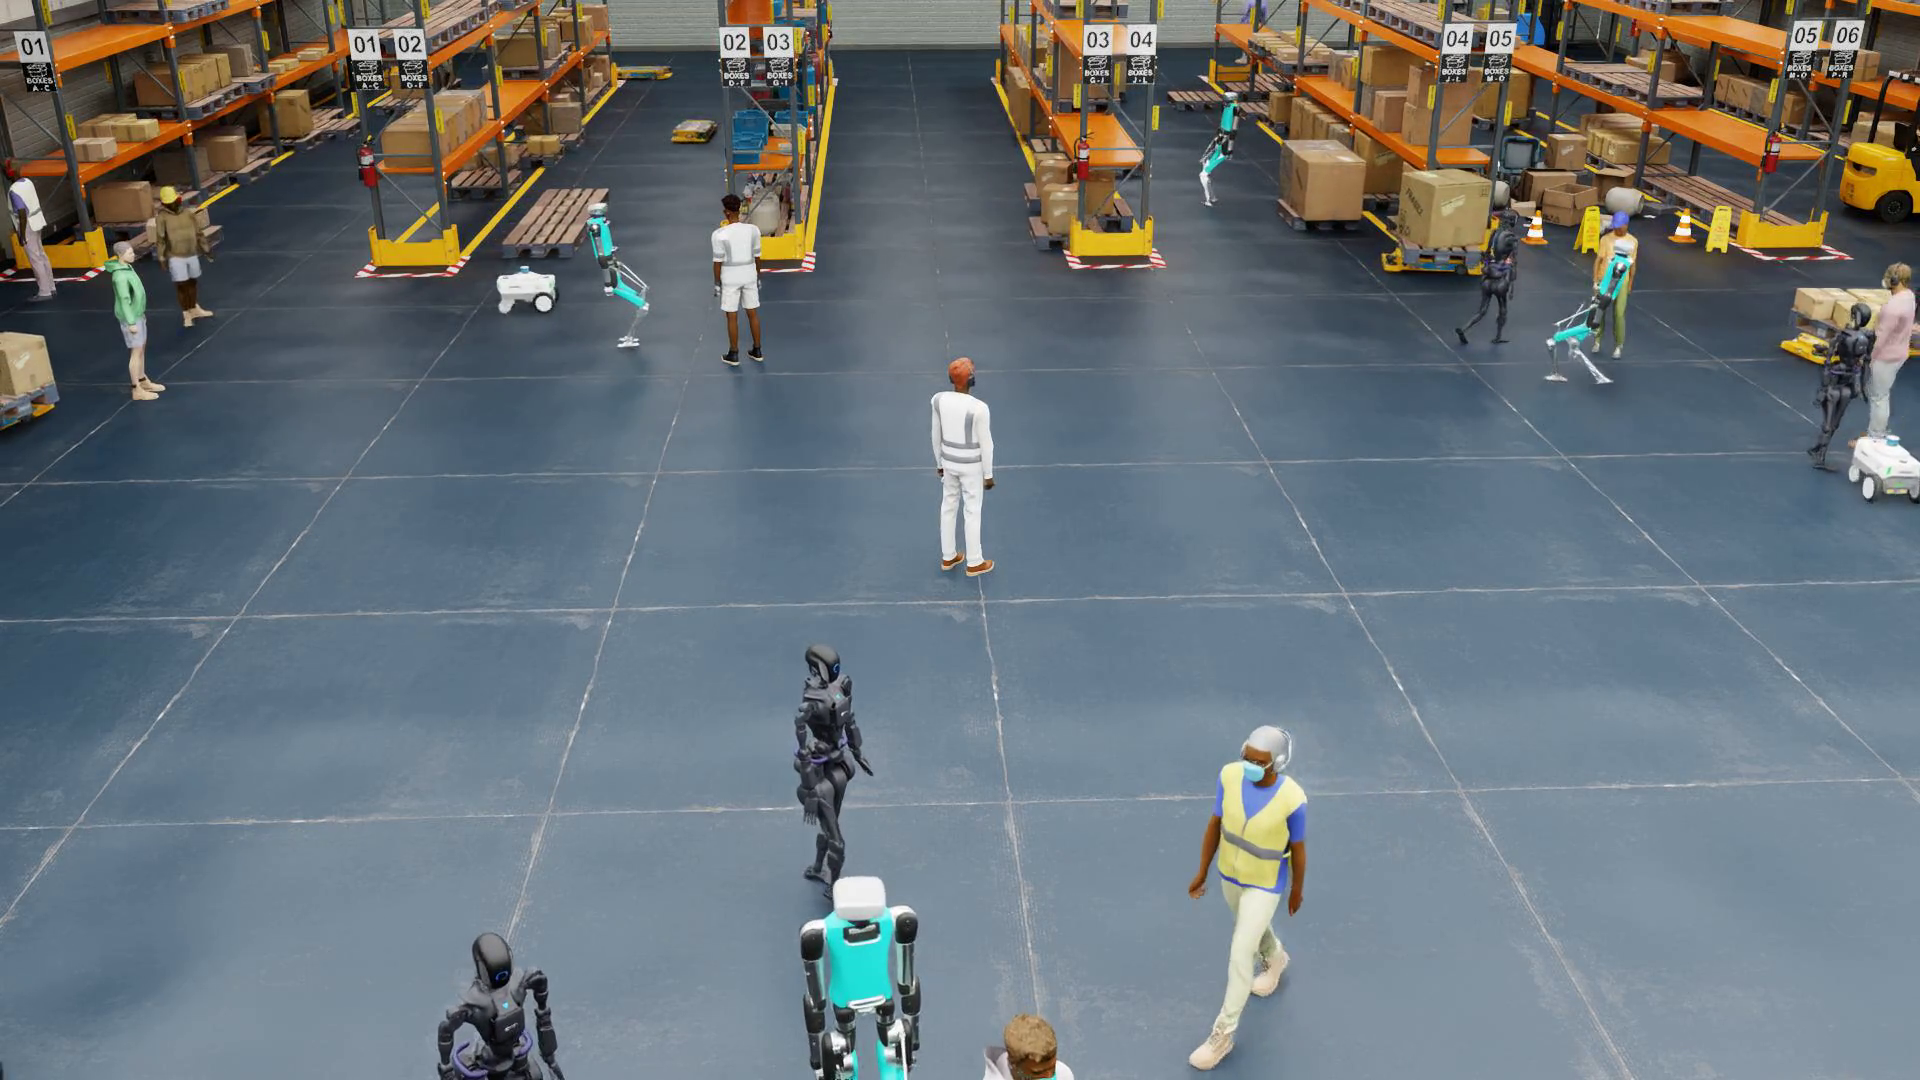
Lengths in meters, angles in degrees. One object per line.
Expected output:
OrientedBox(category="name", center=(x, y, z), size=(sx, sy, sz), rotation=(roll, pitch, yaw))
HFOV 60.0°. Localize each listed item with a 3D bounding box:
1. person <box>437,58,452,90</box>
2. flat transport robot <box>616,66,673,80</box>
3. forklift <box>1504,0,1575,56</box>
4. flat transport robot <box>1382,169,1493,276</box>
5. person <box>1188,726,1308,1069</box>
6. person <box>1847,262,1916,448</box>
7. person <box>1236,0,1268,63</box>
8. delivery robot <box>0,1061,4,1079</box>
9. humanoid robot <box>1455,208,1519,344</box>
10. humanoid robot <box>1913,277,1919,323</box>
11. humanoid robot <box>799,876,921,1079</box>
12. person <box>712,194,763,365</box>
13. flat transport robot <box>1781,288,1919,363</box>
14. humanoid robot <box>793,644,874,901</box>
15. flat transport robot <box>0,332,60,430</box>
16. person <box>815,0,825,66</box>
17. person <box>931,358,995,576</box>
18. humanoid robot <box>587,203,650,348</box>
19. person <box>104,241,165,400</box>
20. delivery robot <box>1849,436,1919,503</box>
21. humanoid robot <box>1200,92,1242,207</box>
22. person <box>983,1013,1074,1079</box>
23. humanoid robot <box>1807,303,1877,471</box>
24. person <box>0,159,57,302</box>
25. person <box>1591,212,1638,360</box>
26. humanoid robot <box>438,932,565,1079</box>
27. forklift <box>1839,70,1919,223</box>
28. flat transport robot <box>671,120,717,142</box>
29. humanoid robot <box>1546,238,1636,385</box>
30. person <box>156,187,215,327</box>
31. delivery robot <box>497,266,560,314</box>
OrientedBox(category="person", center=(-11.344, -10.463, 36.226), size=(0.552, 1.682, 0.375), rotation=(0, 24, -1))
OrientedBox(category="flat transport robot", center=(-7.526, -10.997, 39.184), size=(1.431, 0.231, 0.659), rotation=(-1, 24, -3))
OrientedBox(category="forklift", center=(14.700, -13.805, 42.301), size=(1.873, 2.768, 1.129), rotation=(-1, 24, -2))
OrientedBox(category="flat transport robot", center=(6.647, -3.895, 23.223), size=(1.431, 0.231, 0.659), rotation=(4, 24, 9))
OrientedBox(category="person", center=(1.526, 1.741, 8.631), size=(0.514, 1.849, 0.997), rotation=(20, 31, 38))
OrientedBox(category="person", center=(9.145, -1.807, 16.512), size=(0.468, 1.915, 0.620), rotation=(14, 28, 28))
OrientedBox(category="person", center=(7.267, -12.750, 41.295), size=(0.739, 1.769, 0.382), rotation=(3, 24, 6))
OrientedBox(category="delivery robot", center=(-5.251, 2.571, 8.364), size=(0.812, 0.611, 0.499), rotation=(-14, 28, -29))
OrientedBox(category="humanoid robot", center=(6.329, -3.120, 19.797), size=(0.699, 1.640, 0.611), rotation=(-8, 25, -17))
OrientedBox(category="humanoid robot", center=(11.663, -3.209, 19.955), size=(0.370, 1.657, 0.594), rotation=(12, 27, 25))
OrientedBox(category="humanoid robot", center=(-0.359, 2.412, 7.292), size=(0.531, 1.776, 0.995), rotation=(-6, 25, -14))
OrientedBox(category="person", center=(-2.555, -2.996, 19.134), size=(0.603, 1.958, 0.373), rotation=(-14, 28, -28))
OrientedBox(category="flat transport robot", center=(10.556, -2.303, 19.648), size=(1.431, 0.231, 0.659), rotation=(-5, 25, -12))
OrientedBox(category="humanoid robot", center=(-0.741, 1.349, 9.714), size=(0.496, 1.650, 0.600), rotation=(13, 27, 28))
OrientedBox(category="flat transport robot", center=(-10.199, -1.237, 17.253), size=(0.659, 0.231, 1.431), rotation=(6, 25, 12))
OrientedBox(category="person", center=(-3.436, -11.896, 39.288), size=(0.924, 1.822, 0.527), rotation=(7, 25, 15))
OrientedBox(category="person", center=(0.034, -0.607, 13.852), size=(0.573, 1.884, 0.356), rotation=(16, 28, 31))
OrientedBox(category="humanoid robot", center=(-3.949, -3.118, 19.578), size=(0.761, 1.700, 0.530), rotation=(-1, 24, -3))
OrientedBox(category="person", center=(-8.967, -2.381, 18.028), size=(0.315, 1.734, 0.478), rotation=(-6, 25, -12))
OrientedBox(category="delivery robot", center=(8.724, -0.676, 15.642), size=(0.499, 0.596, 0.775), rotation=(1, 24, 2))
OrientedBox(category="humanoid robot", center=(4.066, -6.275, 26.760), size=(0.866, 1.772, 0.598), rotation=(-7, 25, -15))
OrientedBox(category="person", center=(0.237, 2.628, 6.569), size=(0.501, 1.903, 0.374), rotation=(-19, 30, -37))
OrientedBox(category="humanoid robot", center=(8.585, -1.503, 16.163), size=(0.584, 1.638, 0.569), rotation=(-7, 25, -16))
OrientedBox(category="person", center=(-12.061, -4.019, 21.567), size=(0.374, 1.840, 0.569), rotation=(-5, 24, -10))
OrientedBox(category="person", center=(7.620, -2.973, 19.401), size=(0.486, 1.694, 0.447), rotation=(12, 27, 26))
OrientedBox(category="humanoid robot", center=(-2.050, 2.396, 7.374), size=(0.411, 1.637, 0.611), rotation=(21, 32, 39))
OrientedBox(category="forklift", center=(15.132, -6.143, 25.915), size=(2.313, 2.155, 1.214), rotation=(-1, 24, -2))
OrientedBox(category="flat transport robot", center=(-5.160, -7.941, 32.316), size=(0.659, 0.231, 1.431), rotation=(1, 24, 1))
OrientedBox(category="humanoid robot", center=(6.801, -2.472, 18.225), size=(0.912, 1.735, 0.578), rotation=(10, 26, 21))
OrientedBox(category="person", center=(-9.647, -3.542, 20.636), size=(0.501, 1.736, 0.606), rotation=(18, 30, 35))
OrientedBox(category="delivery robot", center=(-5.538, -3.209, 21.332), size=(0.791, 0.595, 0.499), rotation=(-2, 24, -4))
